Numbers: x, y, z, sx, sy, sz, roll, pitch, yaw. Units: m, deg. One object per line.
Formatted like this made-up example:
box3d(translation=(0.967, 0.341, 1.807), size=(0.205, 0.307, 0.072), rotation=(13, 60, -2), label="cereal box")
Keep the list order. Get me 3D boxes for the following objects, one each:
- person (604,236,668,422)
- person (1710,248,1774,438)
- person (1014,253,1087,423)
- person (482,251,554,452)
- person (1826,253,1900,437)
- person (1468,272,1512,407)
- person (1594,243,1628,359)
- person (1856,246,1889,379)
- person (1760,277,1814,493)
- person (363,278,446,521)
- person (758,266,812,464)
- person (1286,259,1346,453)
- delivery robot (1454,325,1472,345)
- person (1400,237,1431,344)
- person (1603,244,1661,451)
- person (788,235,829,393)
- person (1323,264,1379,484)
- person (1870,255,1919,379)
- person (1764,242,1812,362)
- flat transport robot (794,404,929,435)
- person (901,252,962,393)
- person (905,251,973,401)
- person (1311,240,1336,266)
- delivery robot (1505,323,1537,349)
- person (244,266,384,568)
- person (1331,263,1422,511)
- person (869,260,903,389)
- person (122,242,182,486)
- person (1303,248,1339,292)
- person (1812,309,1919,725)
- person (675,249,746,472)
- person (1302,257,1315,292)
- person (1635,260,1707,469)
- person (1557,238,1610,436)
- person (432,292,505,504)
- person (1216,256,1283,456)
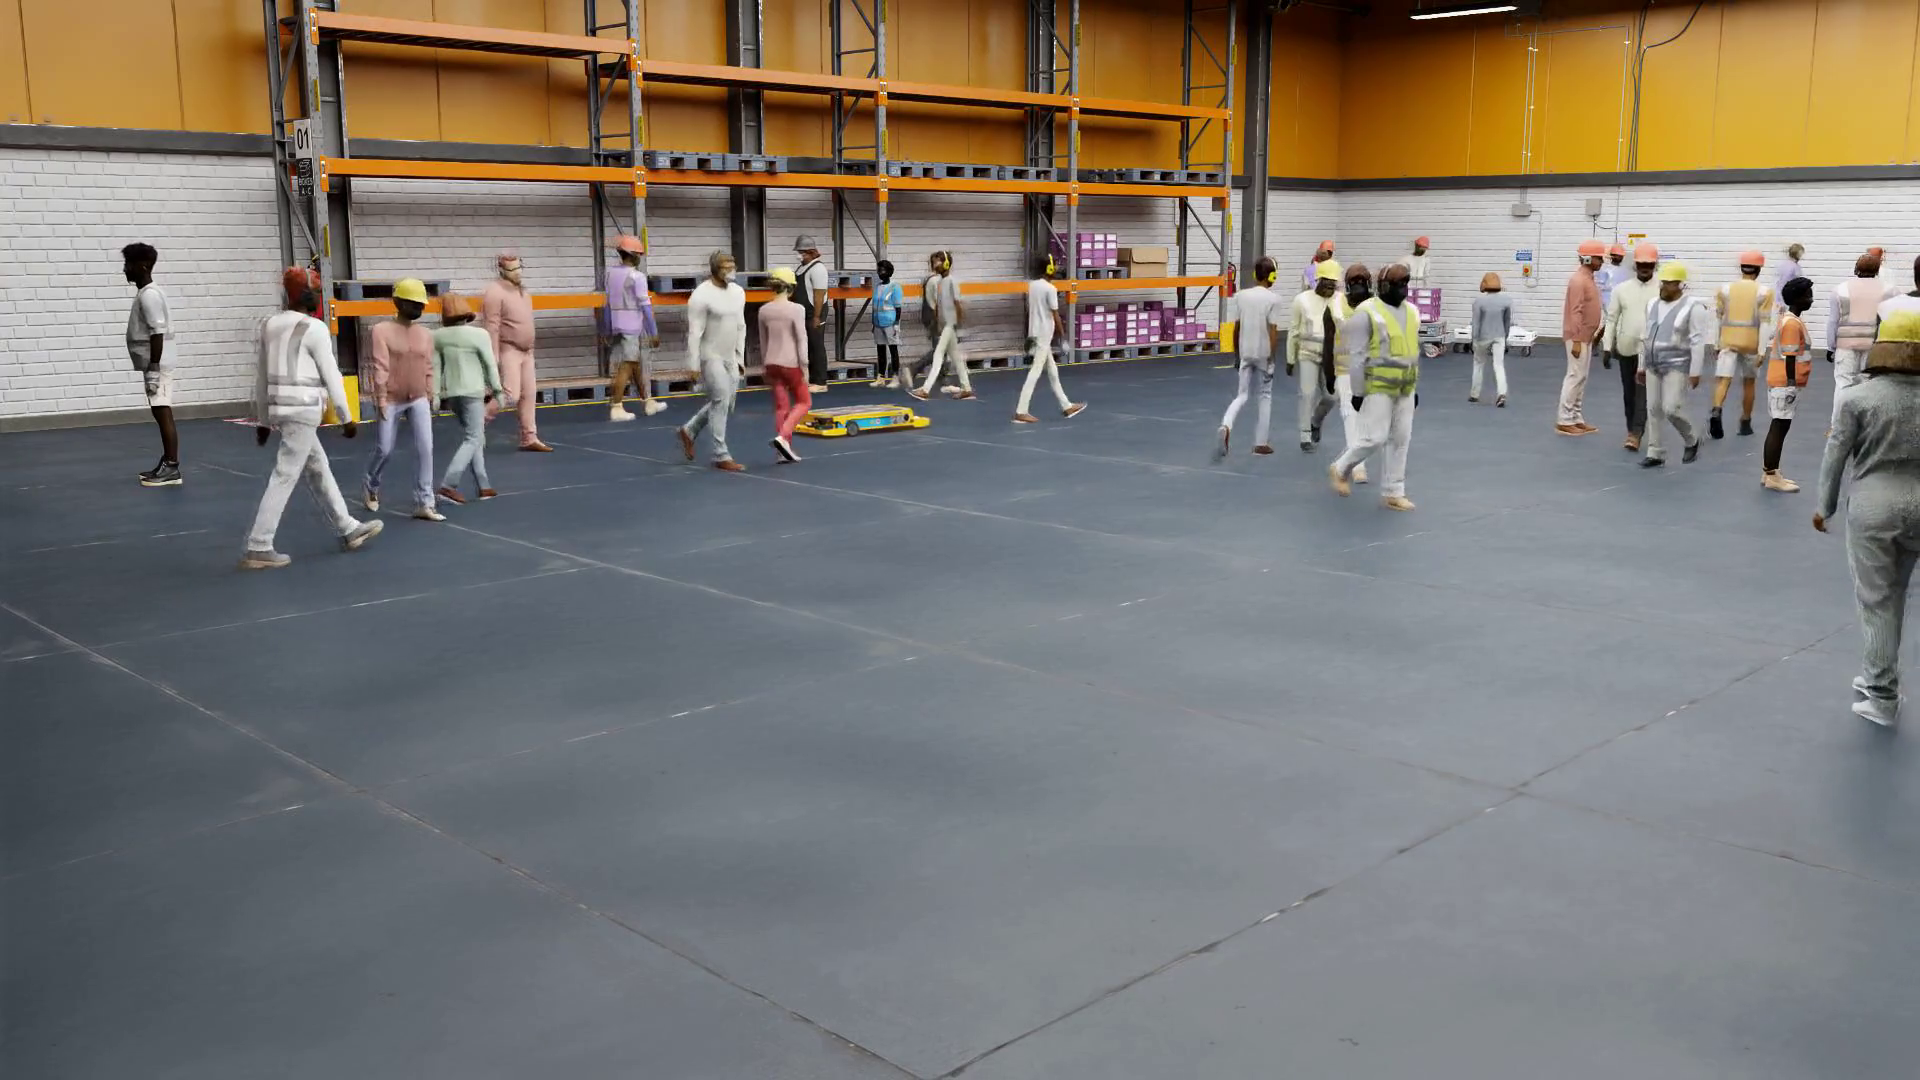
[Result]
box3d(translation=(-3.516, -2.319, 18.269), size=(0.646, 2.003, 0.949), rotation=(10, 14, 44), label="person")
box3d(translation=(7.790, -1.961, 16.627), size=(0.549, 1.908, 0.883), rotation=(8, 13, 36), label="person")
box3d(translation=(0.998, -2.181, 18.033), size=(0.959, 1.818, 0.561), rotation=(-4, 11, -22), label="person")
box3d(translation=(-4.209, -1.731, 15.427), size=(0.681, 1.876, 0.666), rotation=(3, 11, 14), label="person")
box3d(translation=(8.940, -1.912, 16.508), size=(0.630, 1.846, 0.429), rotation=(5, 11, 25), label="person")
box3d(translation=(6.330, -2.390, 19.799), size=(0.501, 1.596, 0.837), rotation=(0, 10, -1), label="person")
box3d(translation=(10.757, -3.957, 27.517), size=(0.550, 1.904, 0.940), rotation=(-4, 11, -22), label="person")
box3d(translation=(12.741, -3.159, 23.255), size=(0.581, 1.870, 0.435), rotation=(-7, 12, -33), label="person")
box3d(translation=(6.576, -1.233, 13.203), size=(0.316, 1.695, 0.541), rotation=(4, 11, 22), label="person")
box3d(translation=(-4.033, -1.015, 11.950), size=(0.856, 1.720, 0.538), rotation=(10, 14, 42), label="person")
box3d(translation=(-1.555, -1.536, 14.702), size=(0.542, 1.743, 0.434), rotation=(6, 12, 30), label="person")
box3d(translation=(3.355, -1.730, 15.627), size=(0.634, 1.804, 0.597), rotation=(-1, 10, -8), label="person")
box3d(translation=(8.817, -3.507, 28.466), size=(0.477, 0.478, 0.707), rotation=(-7, 12, -33), label="delivery robot")
box3d(translation=(8.423, -4.646, 31.033), size=(0.686, 1.996, 0.529), rotation=(-3, 11, -14), label="person")
box3d(translation=(6.458, -1.835, 15.825), size=(0.639, 1.942, 1.052), rotation=(6, 12, 29), label="person")
box3d(translation=(-1.979, -2.931, 21.524), size=(0.535, 2.000, 0.690), rotation=(-5, 12, -26), label="person")
box3d(translation=(3.346, -1.405, 13.912), size=(0.626, 1.792, 0.999), rotation=(0, 10, 2), label="person")
box3d(translation=(6.828, -1.083, 11.828), size=(0.612, 1.895, 0.652), rotation=(8, 13, 36), label="person")
box3d(translation=(13.282, -3.825, 26.775), size=(0.891, 1.914, 0.637), rotation=(8, 13, 37), label="person")
box3d(translation=(-1.066, -1.249, 17.187), size=(1.431, 0.197, 0.652), rotation=(-10, 14, -42), label="flat transport robot")
box3d(translation=(-0.378, -2.765, 21.263), size=(0.792, 1.810, 0.549), rotation=(-3, 11, -16), label="person")
box3d(translation=(-0.243, -2.609, 20.372), size=(0.963, 1.819, 0.562), rotation=(-4, 11, -19), label="person")
box3d(translation=(6.286, -4.187, 28.655), size=(0.359, 1.939, 0.543), rotation=(-7, 13, -34), label="person")
box3d(translation=(9.303, -3.406, 27.914), size=(0.707, 0.478, 0.477), rotation=(6, 12, 28), label="delivery robot")
box3d(translation=(-4.061, -0.766, 10.304), size=(0.563, 1.828, 1.032), rotation=(8, 13, 38), label="person")
box3d(translation=(3.112, -1.132, 12.329), size=(0.632, 1.827, 0.598), rotation=(-6, 12, -31), label="person")
box3d(translation=(-0.981, -2.852, 22.036), size=(0.532, 1.696, 0.319), rotation=(9, 14, 42), label="person")
box3d(translation=(-6.559, -1.425, 13.515), size=(0.372, 1.967, 0.603), rotation=(-5, 11, -24), label="person")
box3d(translation=(5.719, -3.716, 26.430), size=(0.581, 1.801, 0.885), rotation=(1, 10, 5), label="person")
box3d(translation=(3.899, -0.114, 7.074), size=(0.491, 1.712, 0.738), rotation=(1, 10, 3), label="person")
box3d(translation=(-2.177, -1.549, 14.351), size=(0.768, 1.915, 0.637), rotation=(6, 12, 30), label="person")
box3d(translation=(6.506, -4.367, 30.446), size=(0.515, 1.642, 0.314), rotation=(3, 11, 15), label="person")
box3d(translation=(6.148, -1.507, 14.387), size=(0.500, 1.820, 0.607), rotation=(-5, 12, -25), label="person")
box3d(translation=(6.316, -2.047, 16.853), size=(0.405, 1.990, 0.618), rotation=(6, 12, 31), label="person")
box3d(translation=(-3.764, -1.073, 12.591), size=(0.509, 1.602, 0.623), rotation=(5, 11, 25), label="person")
box3d(translation=(2.651, -1.653, 15.131), size=(0.526, 1.835, 0.793), rotation=(8, 13, 36), label="person")
